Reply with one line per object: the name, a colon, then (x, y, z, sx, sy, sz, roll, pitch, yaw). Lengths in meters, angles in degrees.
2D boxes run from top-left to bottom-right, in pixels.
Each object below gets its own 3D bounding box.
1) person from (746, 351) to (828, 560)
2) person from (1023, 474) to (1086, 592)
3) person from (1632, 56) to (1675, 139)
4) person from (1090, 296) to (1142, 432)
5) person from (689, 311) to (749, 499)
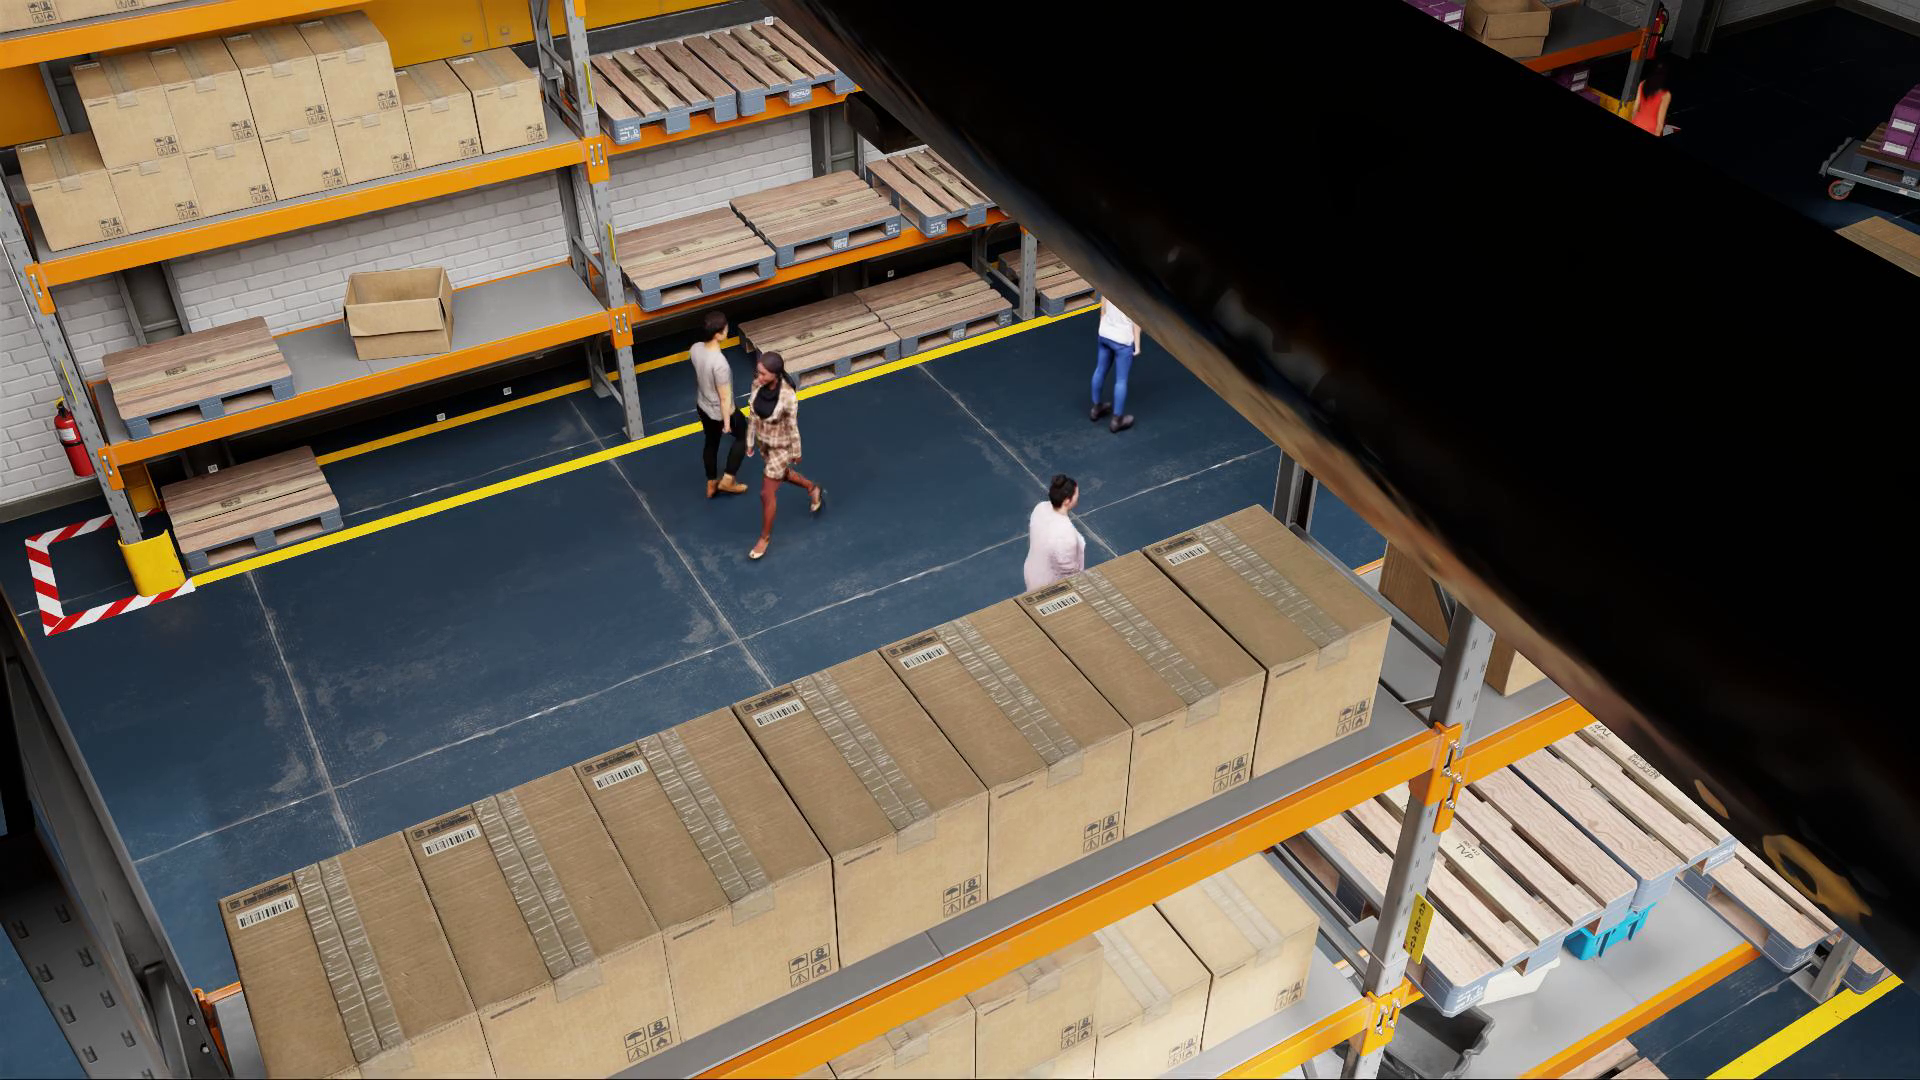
person: (-1.366, -0.730, 12.851, 0.805, 1.754, 1.177, 30, 47, 32)
person: (0.559, 0.286, 11.599, 0.840, 1.728, 0.784, -9, 40, -12)
person: (6.987, -4.124, 17.174, 1.112, 1.663, 0.645, -22, 44, -25)
person: (1.329, -1.691, 14.113, 0.604, 1.680, 0.636, -31, 48, -32)
person: (-2.005, -1.031, 13.268, 0.702, 1.704, 0.701, 31, 48, 33)
